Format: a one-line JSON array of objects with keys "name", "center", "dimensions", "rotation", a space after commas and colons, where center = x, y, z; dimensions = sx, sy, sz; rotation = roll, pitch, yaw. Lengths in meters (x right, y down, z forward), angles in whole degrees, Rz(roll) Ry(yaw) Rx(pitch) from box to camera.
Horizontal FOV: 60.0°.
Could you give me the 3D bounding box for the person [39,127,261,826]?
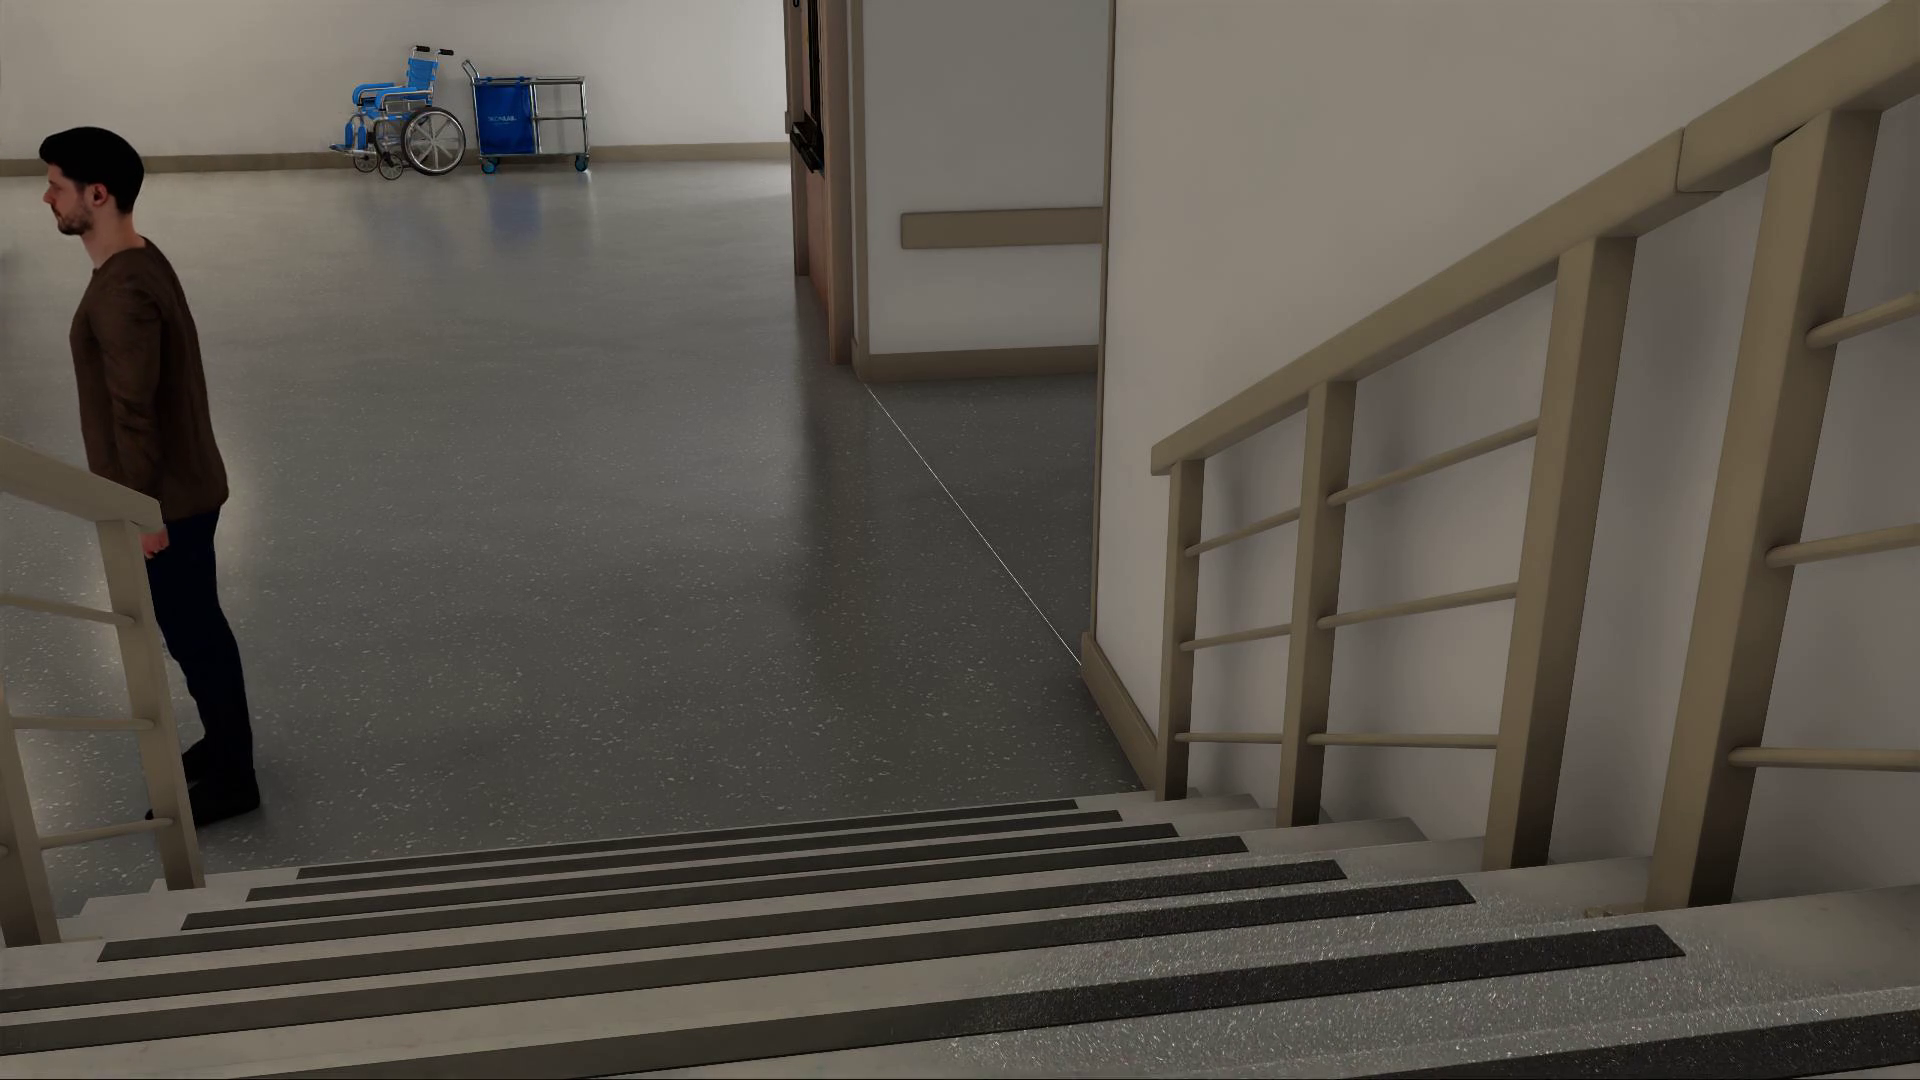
[{"name": "person", "center": [-2.110, -0.143, 4.421], "dimensions": [0.760, 1.887, 0.591], "rotation": [-8, 22, -20]}]
